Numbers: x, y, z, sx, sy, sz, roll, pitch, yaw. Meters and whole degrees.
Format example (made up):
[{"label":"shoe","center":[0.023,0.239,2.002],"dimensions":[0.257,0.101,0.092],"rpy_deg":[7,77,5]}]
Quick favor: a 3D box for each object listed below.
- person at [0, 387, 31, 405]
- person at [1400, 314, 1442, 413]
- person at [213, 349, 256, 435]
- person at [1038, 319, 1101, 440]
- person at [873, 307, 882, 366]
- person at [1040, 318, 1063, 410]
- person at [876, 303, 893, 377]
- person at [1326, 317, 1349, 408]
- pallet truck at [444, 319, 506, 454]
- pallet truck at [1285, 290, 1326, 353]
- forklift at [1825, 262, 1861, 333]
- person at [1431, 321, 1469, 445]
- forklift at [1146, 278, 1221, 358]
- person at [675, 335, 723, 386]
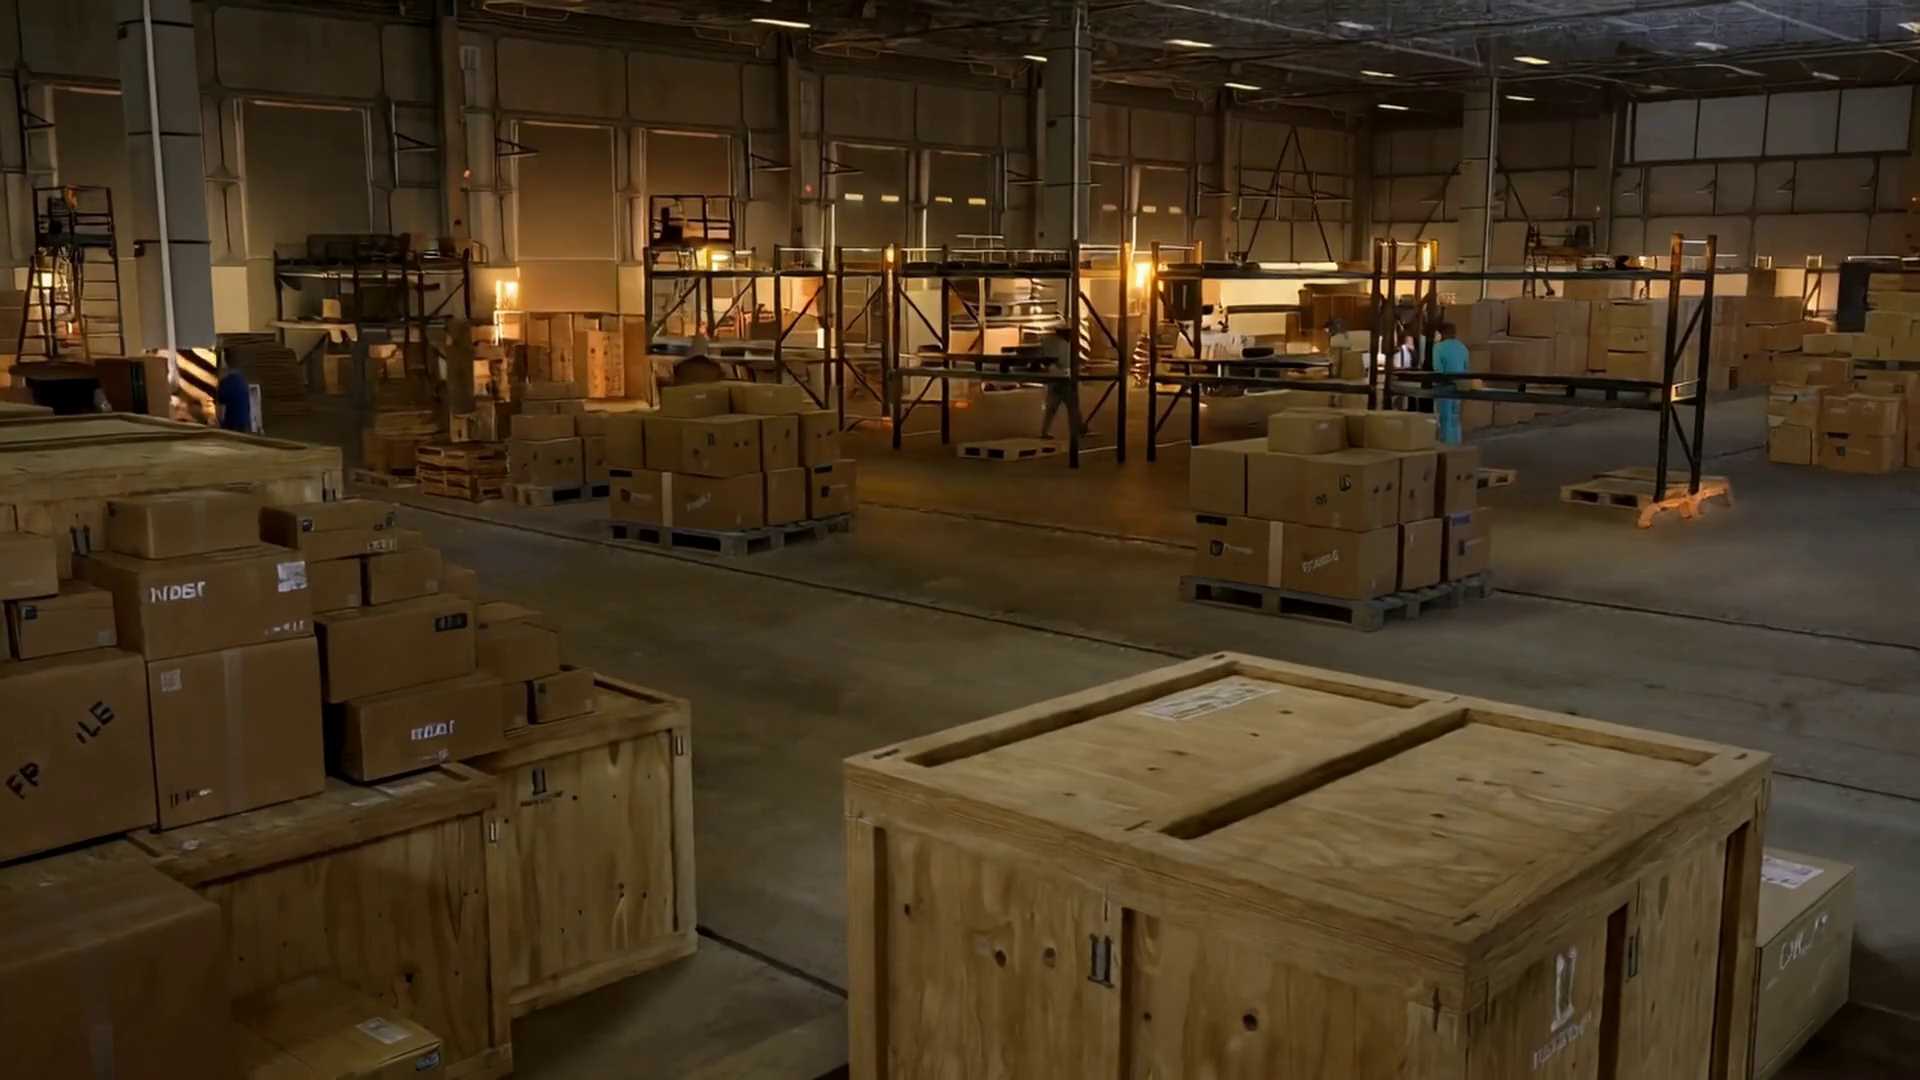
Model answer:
[{"label":"person","center":[-6.181,-0.079,11.070],"dimensions":[0.632,1.887,0.615],"rpy_deg":[-2,9,-12]},{"label":"person","center":[6.868,-2.380,24.705],"dimensions":[0.698,2.000,1.008],"rpy_deg":[-6,11,-32]},{"label":"person","center":[-7.572,-1.105,17.553],"dimensions":[0.899,1.835,0.505],"rpy_deg":[-1,9,-5]},{"label":"person","center":[1.676,-2.477,25.799],"dimensions":[1.001,1.869,0.616],"rpy_deg":[1,9,4]},{"label":"person","center":[-2.166,-5.387,44.407],"dimensions":[0.313,1.632,0.523],"rpy_deg":[-1,9,-7]},{"label":"person","center":[1.752,-3.319,31.403],"dimensions":[0.485,1.736,0.321],"rpy_deg":[-4,10,-25]},{"label":"person","center":[-1.693,-4.695,39.339],"dimensions":[0.574,1.907,0.708],"rpy_deg":[-1,9,-7]},{"label":"person","center":[5.761,-2.447,25.476],"dimensions":[0.370,1.932,0.623],"rpy_deg":[4,10,23]},{"label":"pallet truck","center":[-6.981,-1.942,22.150],"dimensions":[1.885,1.965,0.823],"rpy_deg":[1,9,9]},{"label":"pallet truck","center":[11.297,-6.951,52.861],"dimensions":[1.885,1.965,0.823],"rpy_deg":[-5,11,-29]},{"label":"forklift","center":[22.783,-5.749,42.791],"dimensions":[1.873,2.768,1.129],"rpy_deg":[8,12,39]},{"label":"person","center":[6.796,-2.073,23.184],"dimensions":[0.622,1.932,0.367],"rpy_deg":[-5,11,-29]},{"label":"forklift","center":[6.364,-6.425,46.939],"dimensions":[1.873,2.768,1.129],"rpy_deg":[9,13,43]},{"label":"person","center":[-3.088,-1.457,19.557],"dimensions":[0.628,1.887,1.010],"rpy_deg":[3,10,16]}]
